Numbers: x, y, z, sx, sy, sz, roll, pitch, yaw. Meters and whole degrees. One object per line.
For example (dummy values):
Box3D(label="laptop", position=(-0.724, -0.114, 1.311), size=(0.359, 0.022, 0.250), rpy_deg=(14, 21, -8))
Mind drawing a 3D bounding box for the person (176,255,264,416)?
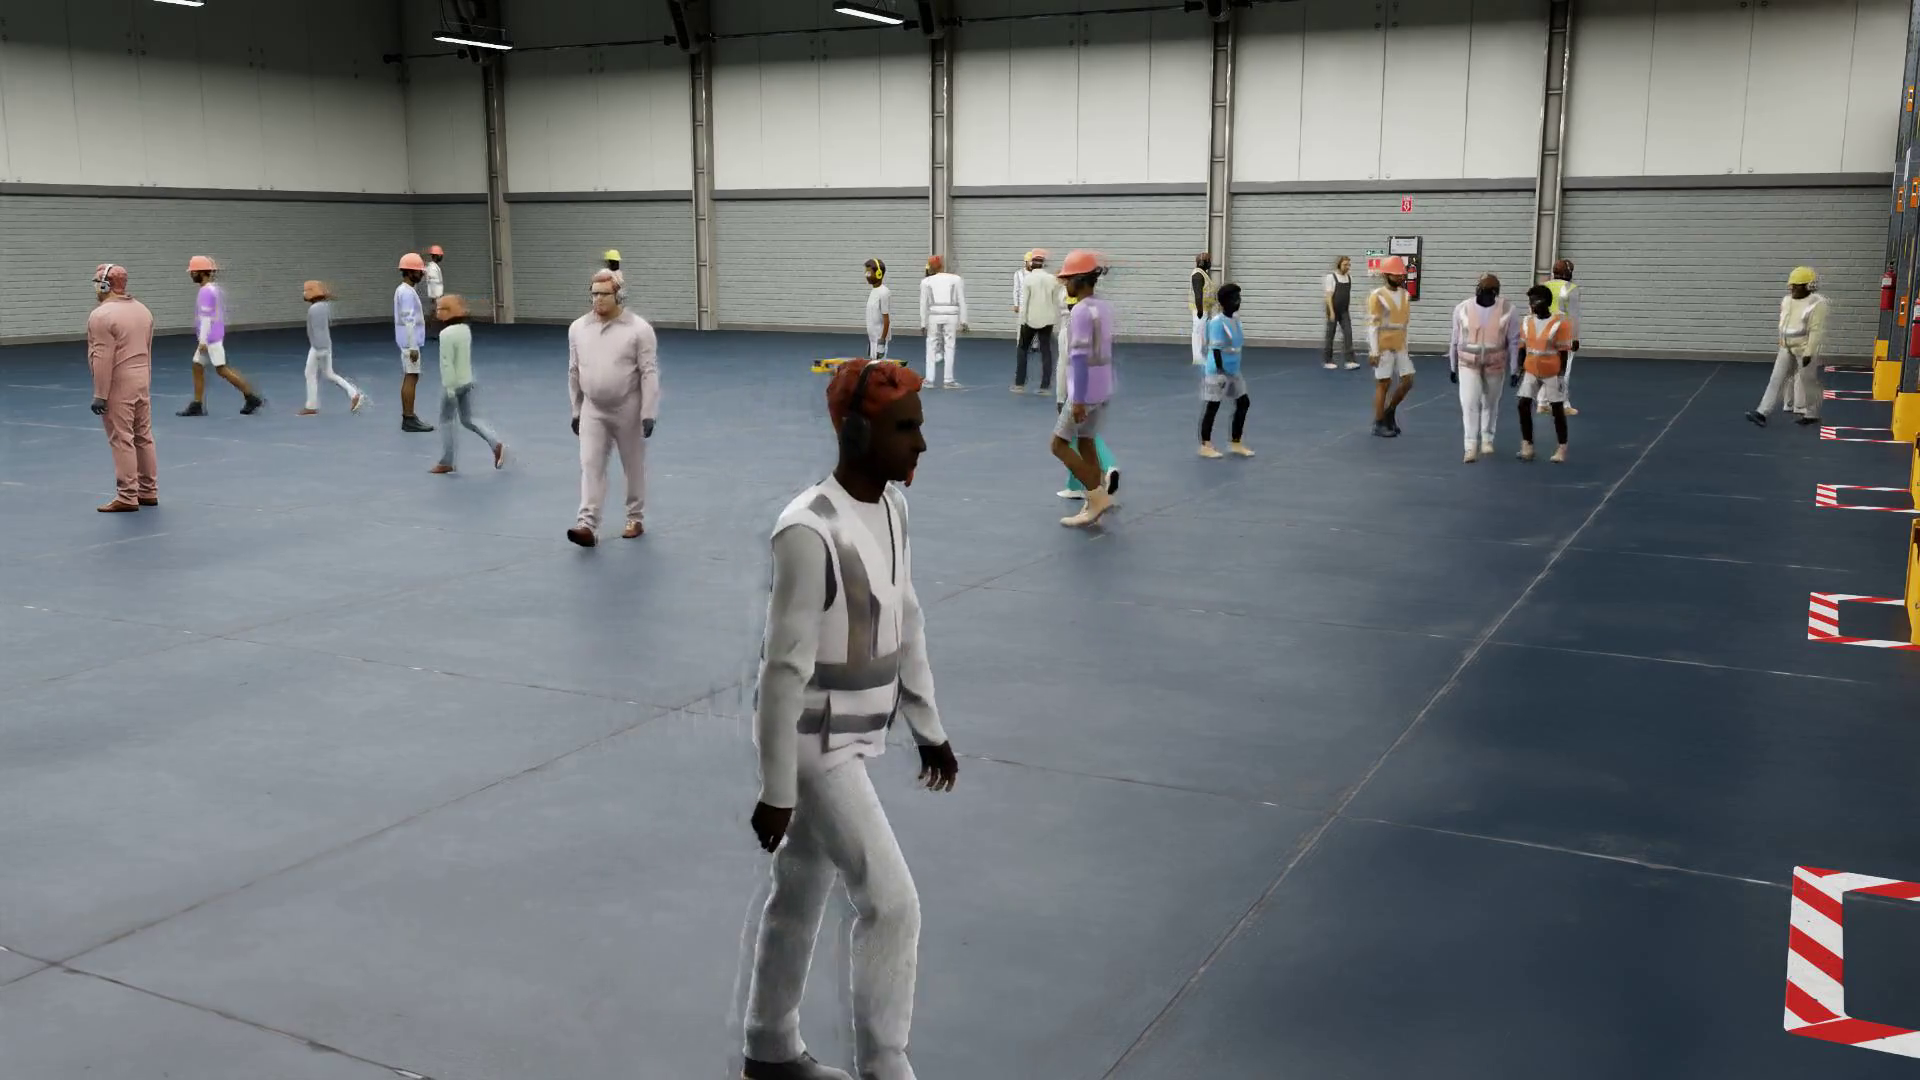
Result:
Box3D(label="person", position=(-8.786, -2.403, 19.641), size=(0.938, 1.903, 0.557), rpy_deg=(-4, 11, -23))

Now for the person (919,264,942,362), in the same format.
Box3D(label="person", position=(-0.453, -3.830, 27.862), size=(0.514, 1.726, 0.450), rpy_deg=(7, 12, 32))

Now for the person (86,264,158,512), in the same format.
Box3D(label="person", position=(-6.512, -1.174, 12.887), size=(0.407, 1.913, 0.641), rpy_deg=(1, 10, 6))

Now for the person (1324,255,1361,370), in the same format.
Box3D(label="person", position=(6.038, -3.582, 26.289), size=(0.513, 1.807, 0.866), rpy_deg=(-4, 11, -20))

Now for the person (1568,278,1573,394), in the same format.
Box3D(label="person", position=(8.085, -2.802, 22.550), size=(0.514, 1.616, 0.574), rpy_deg=(-2, 11, -11))

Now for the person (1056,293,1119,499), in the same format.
Box3D(label="person", position=(1.019, -1.177, 13.340), size=(0.537, 1.748, 0.488), rpy_deg=(-7, 12, -33))

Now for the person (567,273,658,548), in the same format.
Box3D(label="person", position=(-2.415, -0.882, 11.420), size=(0.673, 1.855, 0.960), rpy_deg=(1, 10, 7))

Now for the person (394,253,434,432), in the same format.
Box3D(label="person", position=(-5.952, -2.148, 18.133), size=(0.378, 1.932, 0.551), rpy_deg=(-4, 11, -22))

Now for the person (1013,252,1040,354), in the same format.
Box3D(label="person", position=(1.254, -4.267, 29.963), size=(0.588, 1.835, 0.403), rpy_deg=(-2, 11, -13))

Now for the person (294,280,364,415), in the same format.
Box3D(label="person", position=(-7.539, -2.281, 19.772), size=(0.735, 1.602, 0.515), rpy_deg=(-1, 10, -5))

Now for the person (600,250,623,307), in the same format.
Box3D(label="person", position=(-6.135, -4.175, 29.382), size=(1.020, 1.876, 0.601), rpy_deg=(6, 12, 29))

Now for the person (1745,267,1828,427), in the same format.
Box3D(label="person", position=(9.200, -2.109, 18.357), size=(0.960, 1.768, 0.603), rpy_deg=(-4, 11, -22))

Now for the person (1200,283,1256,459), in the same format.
Box3D(label="person", position=(2.565, -1.585, 15.768), size=(0.631, 1.670, 0.551), rpy_deg=(8, 13, 36))

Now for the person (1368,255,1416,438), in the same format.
Box3D(label="person", position=(4.555, -2.027, 17.520), size=(0.571, 1.913, 0.418), rpy_deg=(-6, 12, -29))

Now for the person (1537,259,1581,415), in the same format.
Box3D(label="person", position=(7.145, -2.413, 19.832), size=(0.429, 1.845, 0.620), rpy_deg=(-6, 12, -29))

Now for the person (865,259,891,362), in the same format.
Box3D(label="person", position=(-0.946, -2.232, 18.782), size=(0.328, 1.868, 0.509), rpy_deg=(-4, 11, -19))

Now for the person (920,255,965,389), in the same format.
Box3D(label="person", position=(-0.270, -3.015, 23.090), size=(0.683, 1.858, 0.353), rpy_deg=(0, 10, 1))

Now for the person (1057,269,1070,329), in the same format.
Box3D(label="person", position=(1.783, -3.435, 26.022), size=(0.541, 1.613, 0.535), rpy_deg=(-2, 11, -12))

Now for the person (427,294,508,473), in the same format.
Box3D(label="person", position=(-4.444, -1.385, 14.845), size=(0.681, 1.615, 0.505), rpy_deg=(3, 11, 14))

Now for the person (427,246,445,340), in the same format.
Box3D(label="person", position=(-10.572, -4.988, 33.684), size=(0.527, 1.919, 0.556), rpy_deg=(-4, 11, -19))

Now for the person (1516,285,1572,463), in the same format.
Box3D(label="person", position=(5.471, -1.558, 15.646), size=(0.469, 1.664, 0.546), rpy_deg=(-9, 13, -39))

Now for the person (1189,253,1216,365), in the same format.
Box3D(label="person", position=(4.007, -3.825, 27.533), size=(0.429, 1.844, 0.622), rpy_deg=(2, 11, 12))

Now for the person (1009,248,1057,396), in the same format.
Box3D(label="person", position=(0.983, -2.915, 22.273), size=(0.623, 1.944, 0.853), rpy_deg=(-6, 12, -30))

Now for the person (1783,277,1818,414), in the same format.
Box3D(label="person", position=(10.089, -2.327, 19.905), size=(0.307, 1.645, 0.514), rpy_deg=(0, 10, 1))

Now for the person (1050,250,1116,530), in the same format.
Box3D(label="person", position=(0.876, -1.062, 11.959), size=(0.421, 2.024, 0.646), rpy_deg=(4, 11, 20))

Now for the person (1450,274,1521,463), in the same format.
Box3D(label="person", position=(5.032, -1.660, 15.946), size=(0.638, 1.775, 1.046), rpy_deg=(3, 11, 17))

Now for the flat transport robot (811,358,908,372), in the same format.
Box3D(label="flat transport robot", position=(-1.526, -2.671, 25.525), size=(1.431, 0.197, 0.652), rpy_deg=(7, 13, 34))

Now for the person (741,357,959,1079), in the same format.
Box3D(label="person", position=(-0.216, 0.501, 3.922), size=(0.783, 1.847, 0.585), rpy_deg=(2, 11, 11))
